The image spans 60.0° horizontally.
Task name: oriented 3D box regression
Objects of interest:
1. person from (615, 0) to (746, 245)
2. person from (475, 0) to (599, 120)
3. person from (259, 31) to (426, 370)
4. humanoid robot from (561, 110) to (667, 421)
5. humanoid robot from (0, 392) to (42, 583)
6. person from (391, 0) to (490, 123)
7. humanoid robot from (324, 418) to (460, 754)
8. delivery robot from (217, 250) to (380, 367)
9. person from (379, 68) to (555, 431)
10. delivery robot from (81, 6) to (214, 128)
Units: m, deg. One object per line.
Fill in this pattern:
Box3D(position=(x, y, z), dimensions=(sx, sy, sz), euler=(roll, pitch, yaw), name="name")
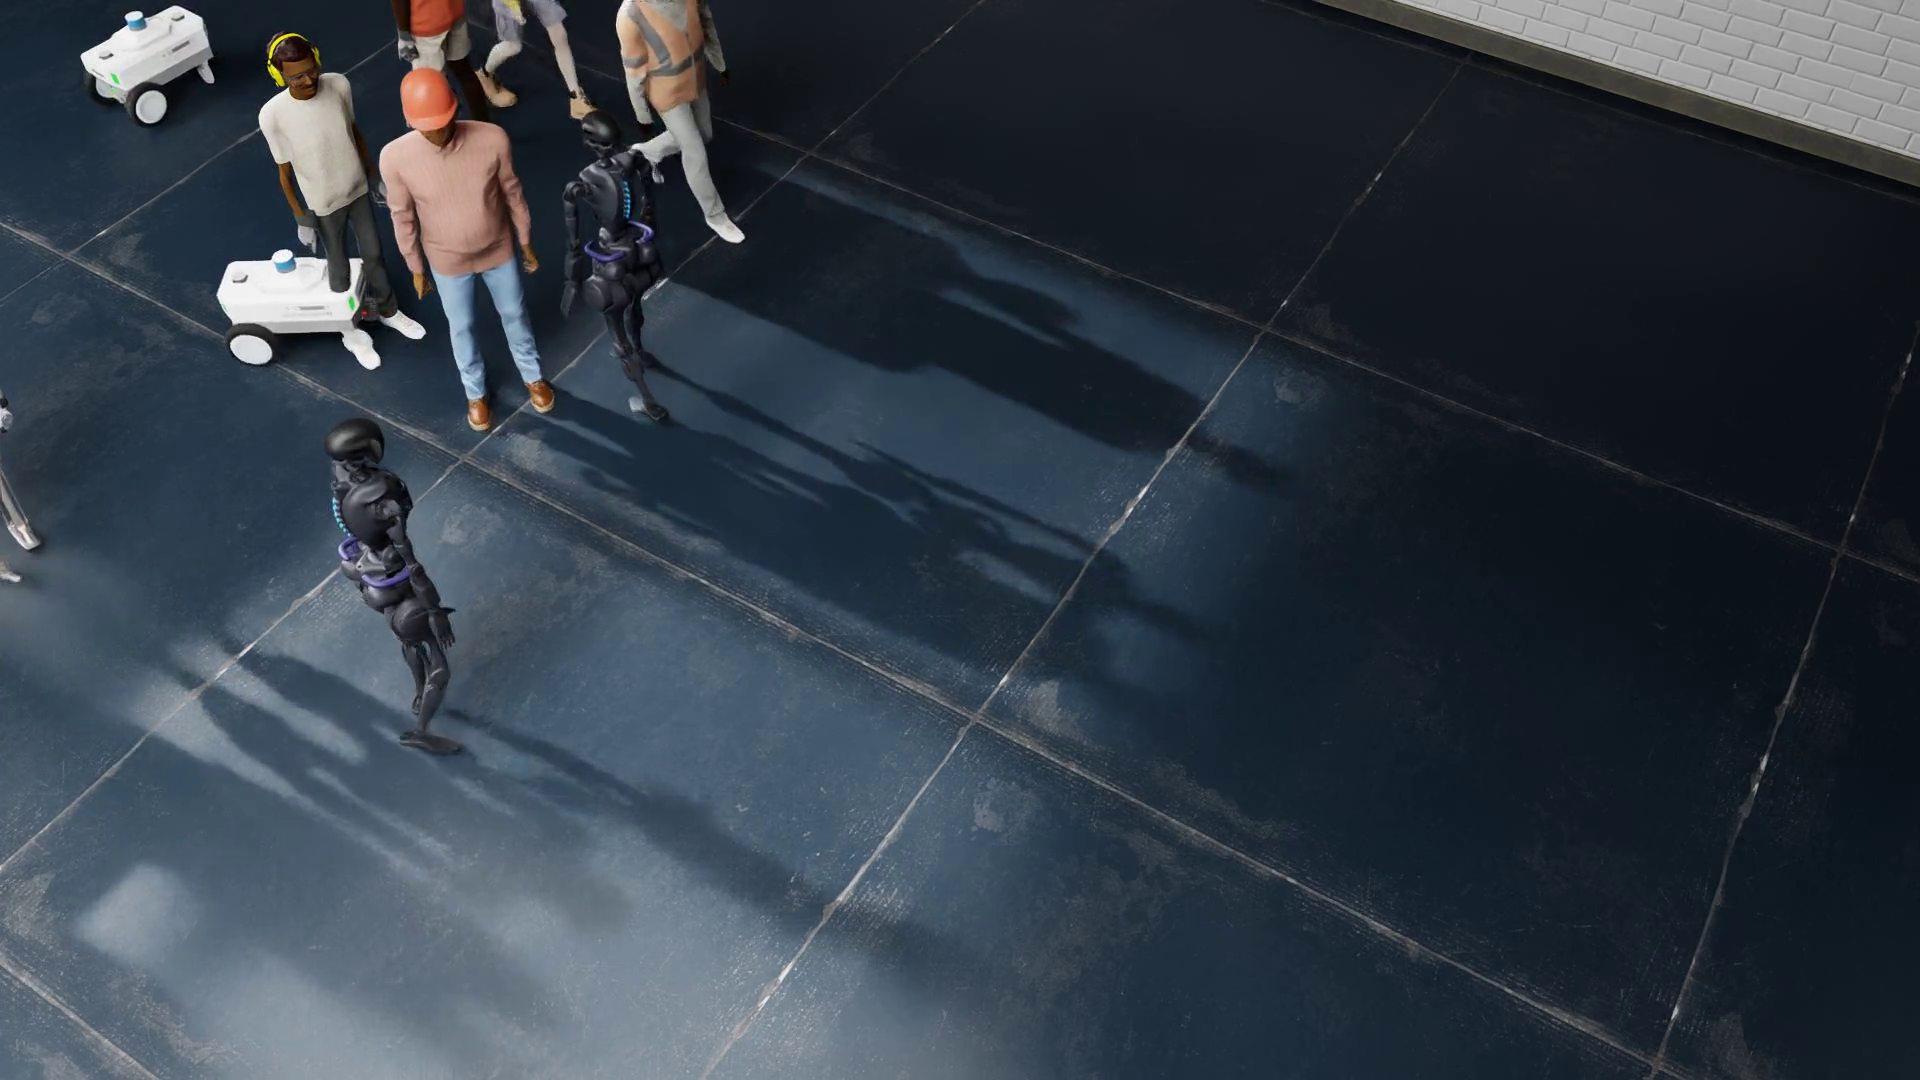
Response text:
Box3D(position=(-1.572, -2.457, 8.887), dimensions=(0.763, 1.883, 0.663), euler=(25, 53, 20), name="person")
Box3D(position=(-2.590, -3.257, 9.609), dimensions=(0.885, 1.852, 0.479), euler=(21, 52, 18), name="person")
Box3D(position=(-3.063, -1.682, 8.224), dimensions=(0.310, 1.868, 0.528), euler=(31, 56, 24), name="person")
Box3D(position=(-1.687, -1.341, 8.074), dimensions=(0.610, 1.636, 0.607), euler=(32, 56, 25), name="humanoid robot")
Box3D(position=(-4.554, -0.557, 7.321), dimensions=(0.677, 1.787, 0.549), euler=(29, 55, 23), name="humanoid robot")
Box3D(position=(-2.960, -2.960, 9.288), dimensions=(0.386, 1.953, 0.606), euler=(14, 50, 12), name="person")
Box3D(position=(-2.325, 0.199, 6.711), dimensions=(0.456, 1.648, 0.616), euler=(-35, 58, -27), name="humanoid robot")
Box3D(position=(-3.474, -1.260, 8.720), dimensions=(0.784, 0.585, 0.499), euler=(-2, 49, -2), name="delivery robot")
Box3D(position=(-2.308, -1.358, 7.858), dimensions=(0.620, 1.992, 0.393), euler=(-18, 51, -15), name="person")
Box3D(position=(-4.989, -2.927, 10.196), dimensions=(0.520, 0.613, 0.785), euler=(29, 55, 23), name="delivery robot")
